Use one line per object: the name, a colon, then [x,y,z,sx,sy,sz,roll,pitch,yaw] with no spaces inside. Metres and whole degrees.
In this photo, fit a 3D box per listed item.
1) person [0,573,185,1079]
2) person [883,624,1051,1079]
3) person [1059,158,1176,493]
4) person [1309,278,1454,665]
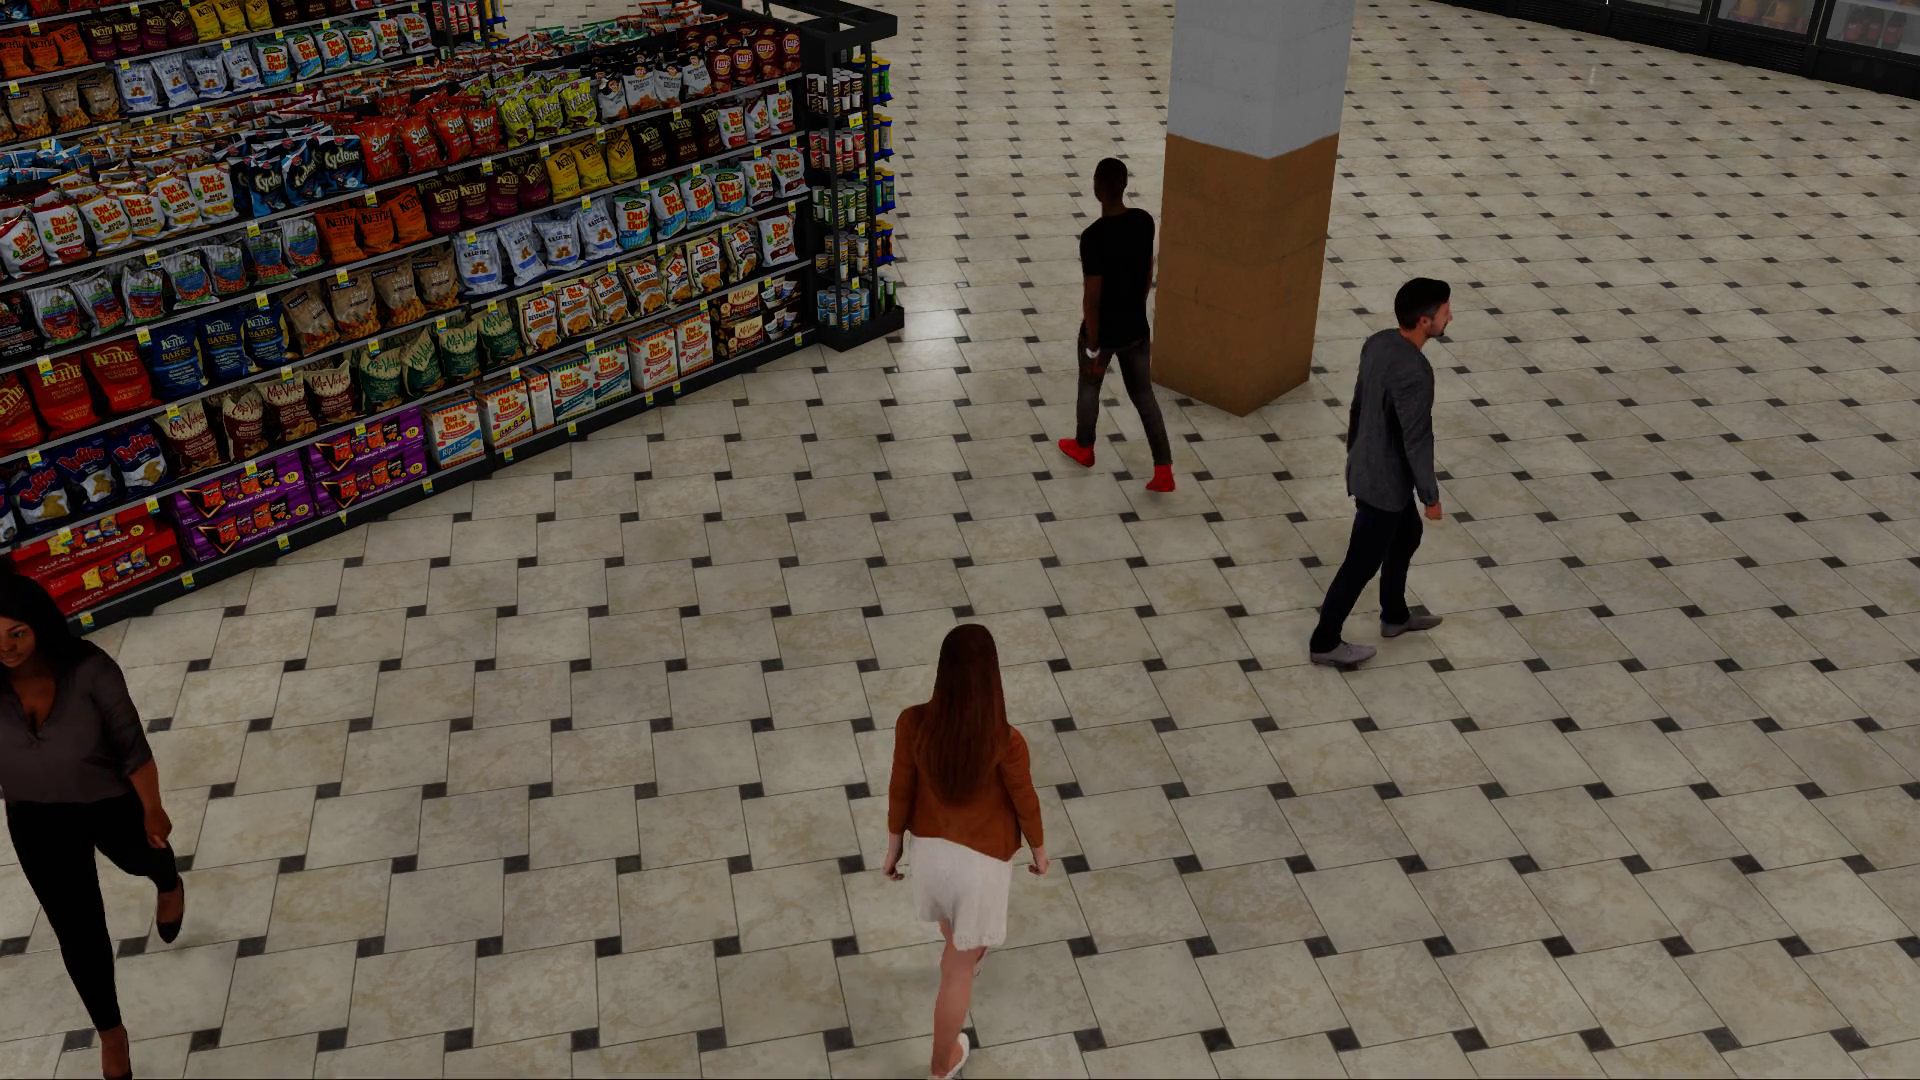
person: [-2.887,0.859,5.543,1.186,1.793,1.084,-8,33,-13]
person: [-0.032,1.080,5.286,0.867,1.690,1.086,13,34,20]
person: [0.872,-1.055,8.632,1.147,1.780,0.941,-16,35,-23]
person: [1.772,-0.249,7.277,1.060,1.842,0.997,1,32,1]
